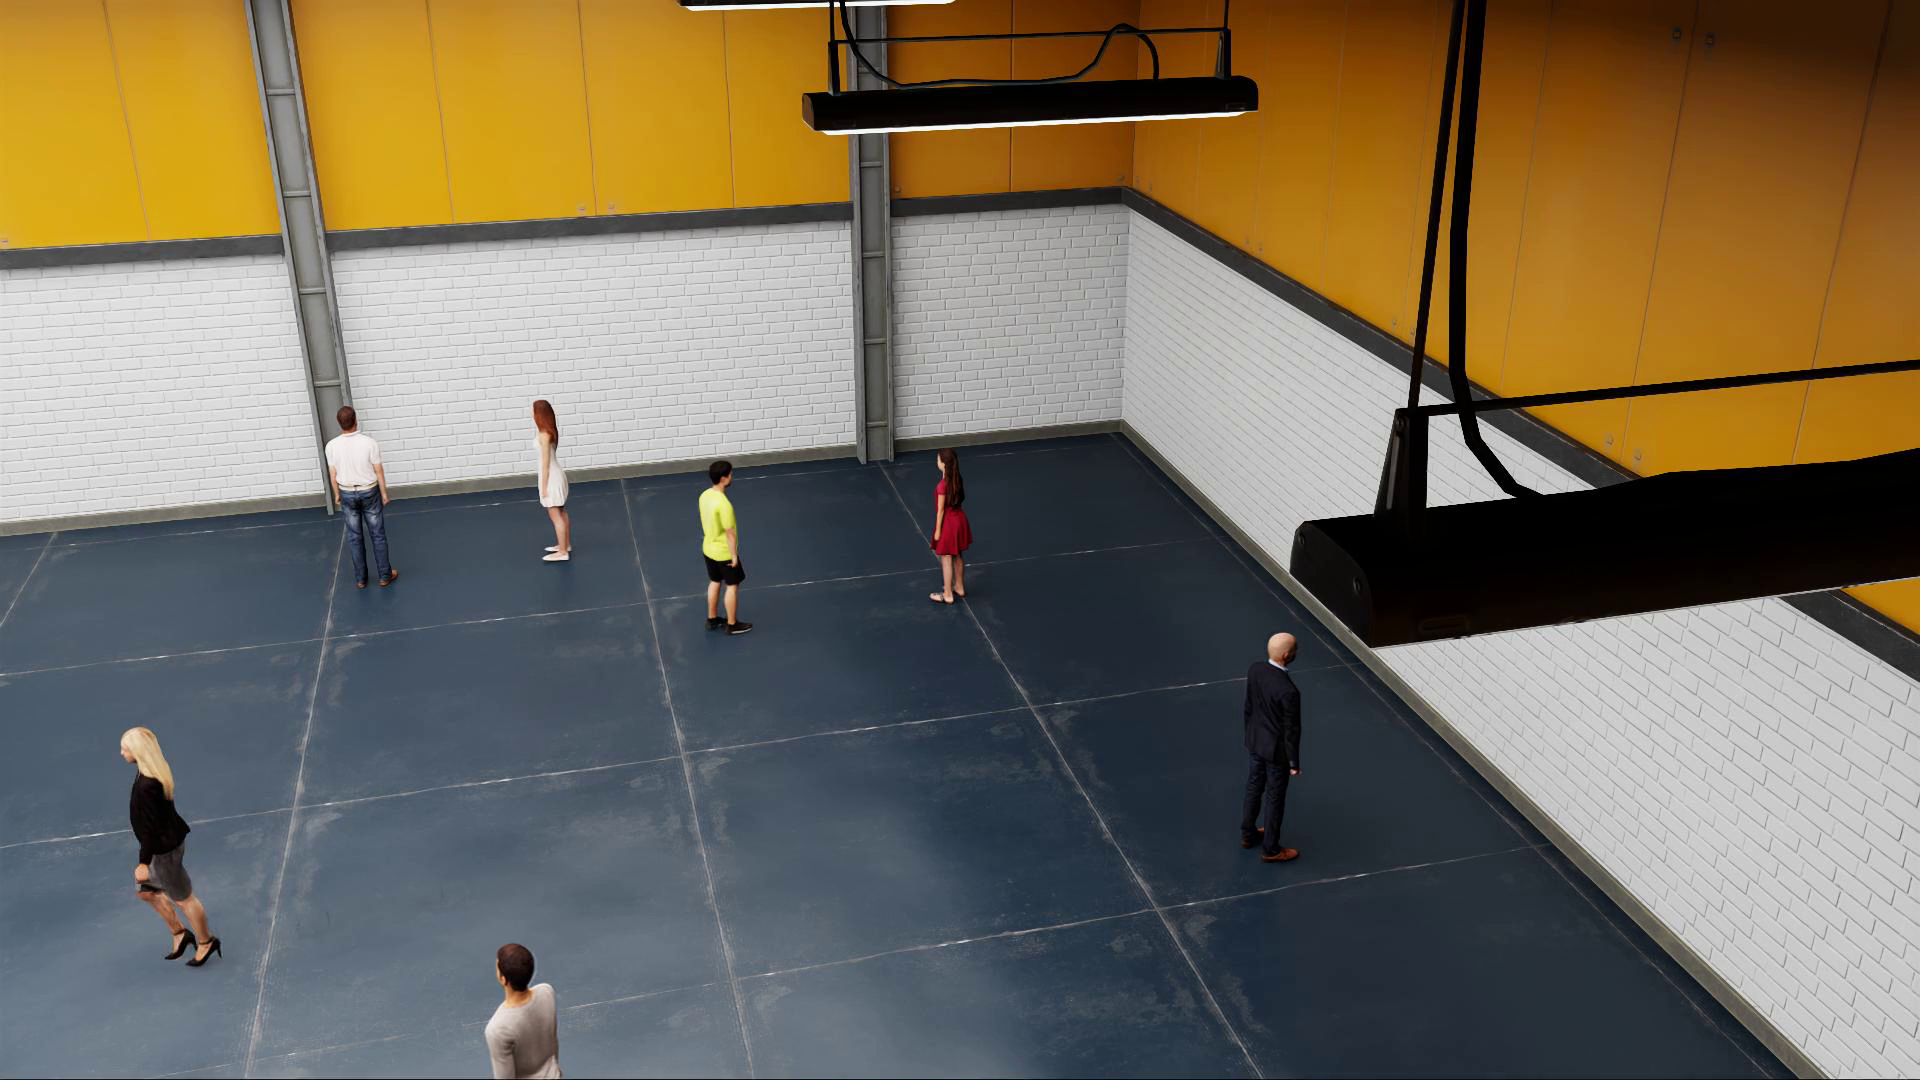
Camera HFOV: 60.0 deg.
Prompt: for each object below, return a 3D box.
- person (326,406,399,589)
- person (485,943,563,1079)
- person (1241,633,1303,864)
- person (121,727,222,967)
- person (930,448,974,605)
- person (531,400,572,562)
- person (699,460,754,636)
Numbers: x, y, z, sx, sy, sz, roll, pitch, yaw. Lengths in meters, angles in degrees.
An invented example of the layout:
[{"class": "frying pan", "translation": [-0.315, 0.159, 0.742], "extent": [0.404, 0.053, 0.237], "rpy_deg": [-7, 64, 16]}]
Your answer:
[{"class": "person", "translation": [-5.895, -0.426, 16.328], "extent": [0.533, 1.856, 0.735], "rpy_deg": [-4, 24, -9]}, {"class": "person", "translation": [-2.243, 2.903, 8.699], "extent": [0.783, 1.866, 0.747], "rpy_deg": [10, 26, 22]}, {"class": "person", "translation": [2.253, 1.481, 12.036], "extent": [0.673, 1.799, 0.753], "rpy_deg": [-13, 27, -28]}, {"class": "person", "translation": [-5.048, 2.010, 10.791], "extent": [0.727, 1.828, 0.688], "rpy_deg": [-13, 27, -26]}, {"class": "person", "translation": [-0.089, -0.151, 16.079], "extent": [0.748, 1.551, 0.688], "rpy_deg": [13, 27, 28]}, {"class": "person", "translation": [-4.153, -0.623, 16.960], "extent": [0.579, 1.711, 0.593], "rpy_deg": [-2, 24, -4]}, {"class": "person", "translation": [-2.250, 0.069, 15.386], "extent": [0.738, 1.703, 0.731], "rpy_deg": [-18, 30, -36]}]
